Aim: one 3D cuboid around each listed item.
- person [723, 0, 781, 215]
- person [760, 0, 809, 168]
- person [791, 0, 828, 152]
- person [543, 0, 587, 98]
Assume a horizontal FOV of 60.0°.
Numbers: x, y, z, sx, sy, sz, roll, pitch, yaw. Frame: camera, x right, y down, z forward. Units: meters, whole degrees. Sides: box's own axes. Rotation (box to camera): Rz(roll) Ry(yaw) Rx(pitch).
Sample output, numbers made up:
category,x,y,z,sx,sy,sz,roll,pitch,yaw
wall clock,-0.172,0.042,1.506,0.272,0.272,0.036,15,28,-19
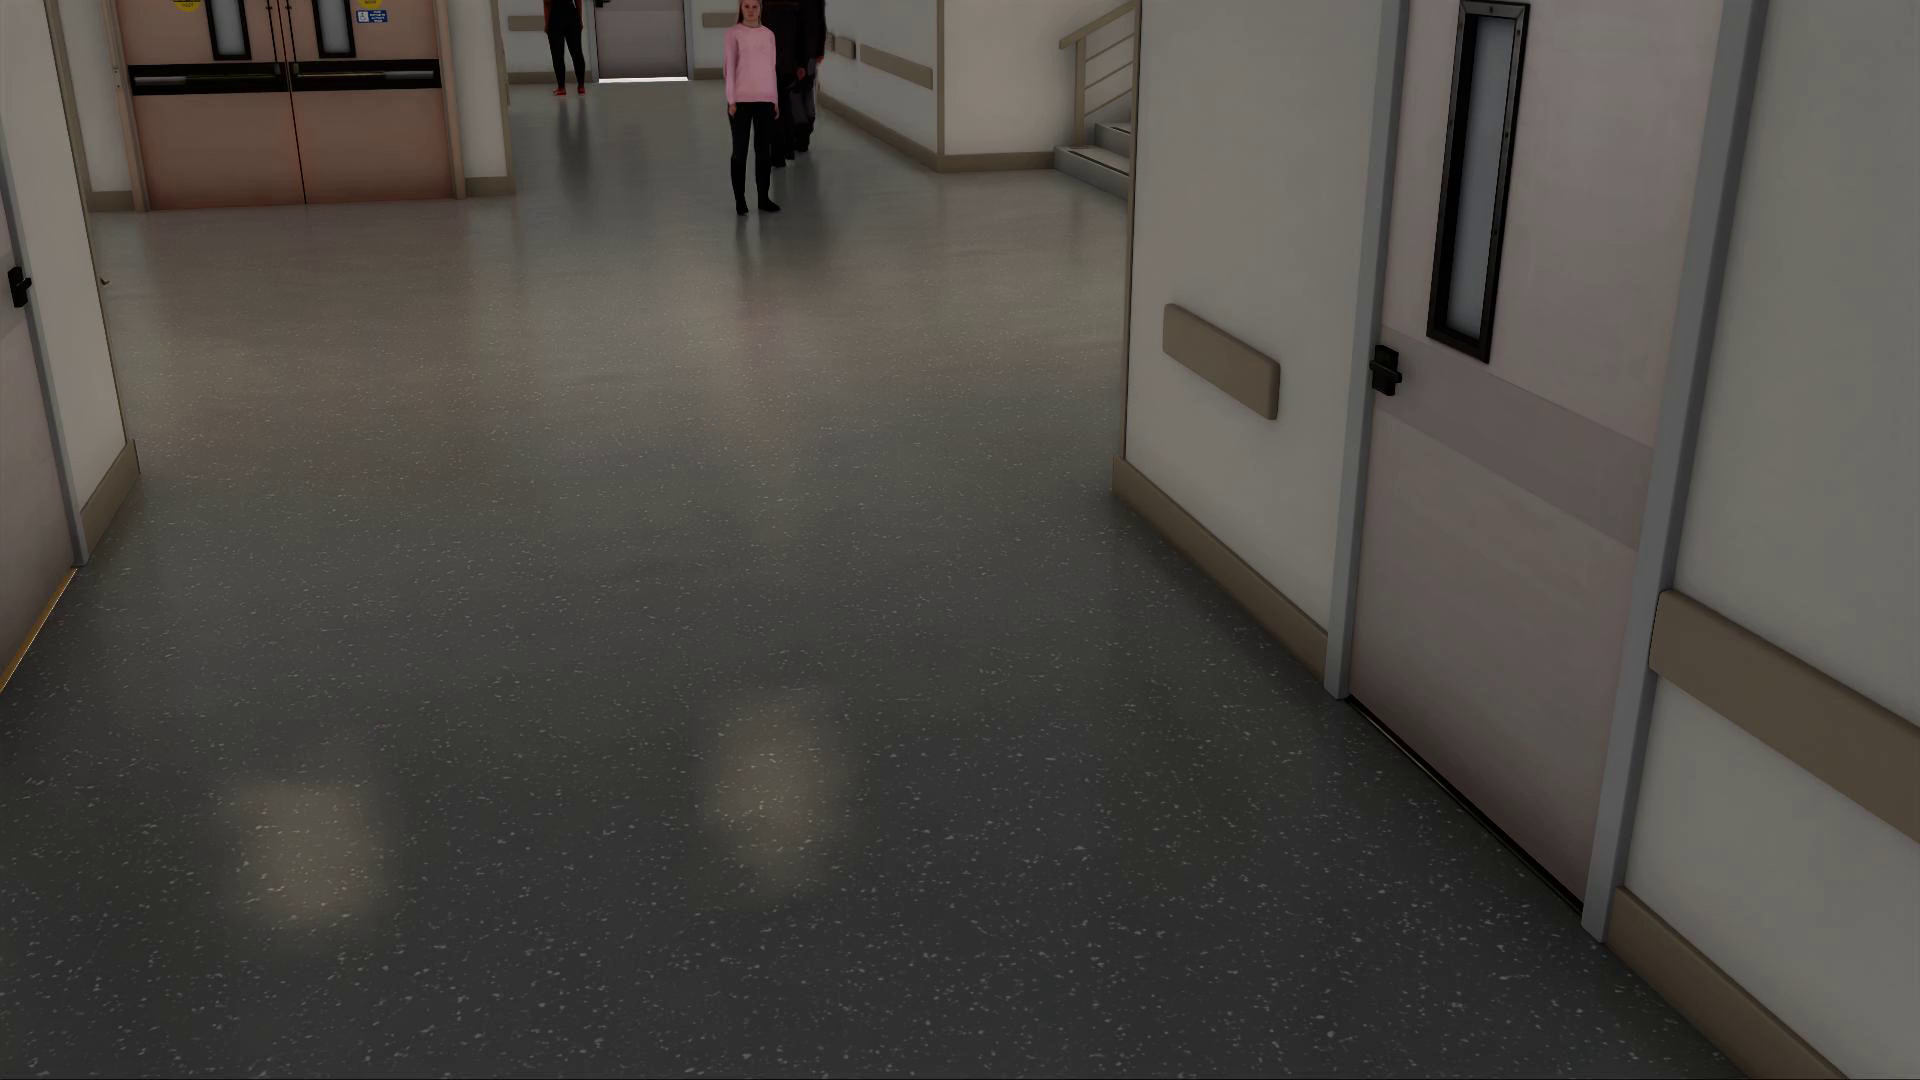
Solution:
category,x,y,z,sx,sy,sz,roll,pitch,yaw
person,-1.641,-3.439,13.077,0.557,1.686,0.708,-11,23,-27
person,-1.672,-4.380,15.330,0.739,1.849,0.896,-11,23,-27
person,-1.560,-4.786,16.301,0.847,1.922,0.863,-10,23,-25
person,-5.094,-6.646,21.361,0.639,1.815,0.777,-11,23,-27
